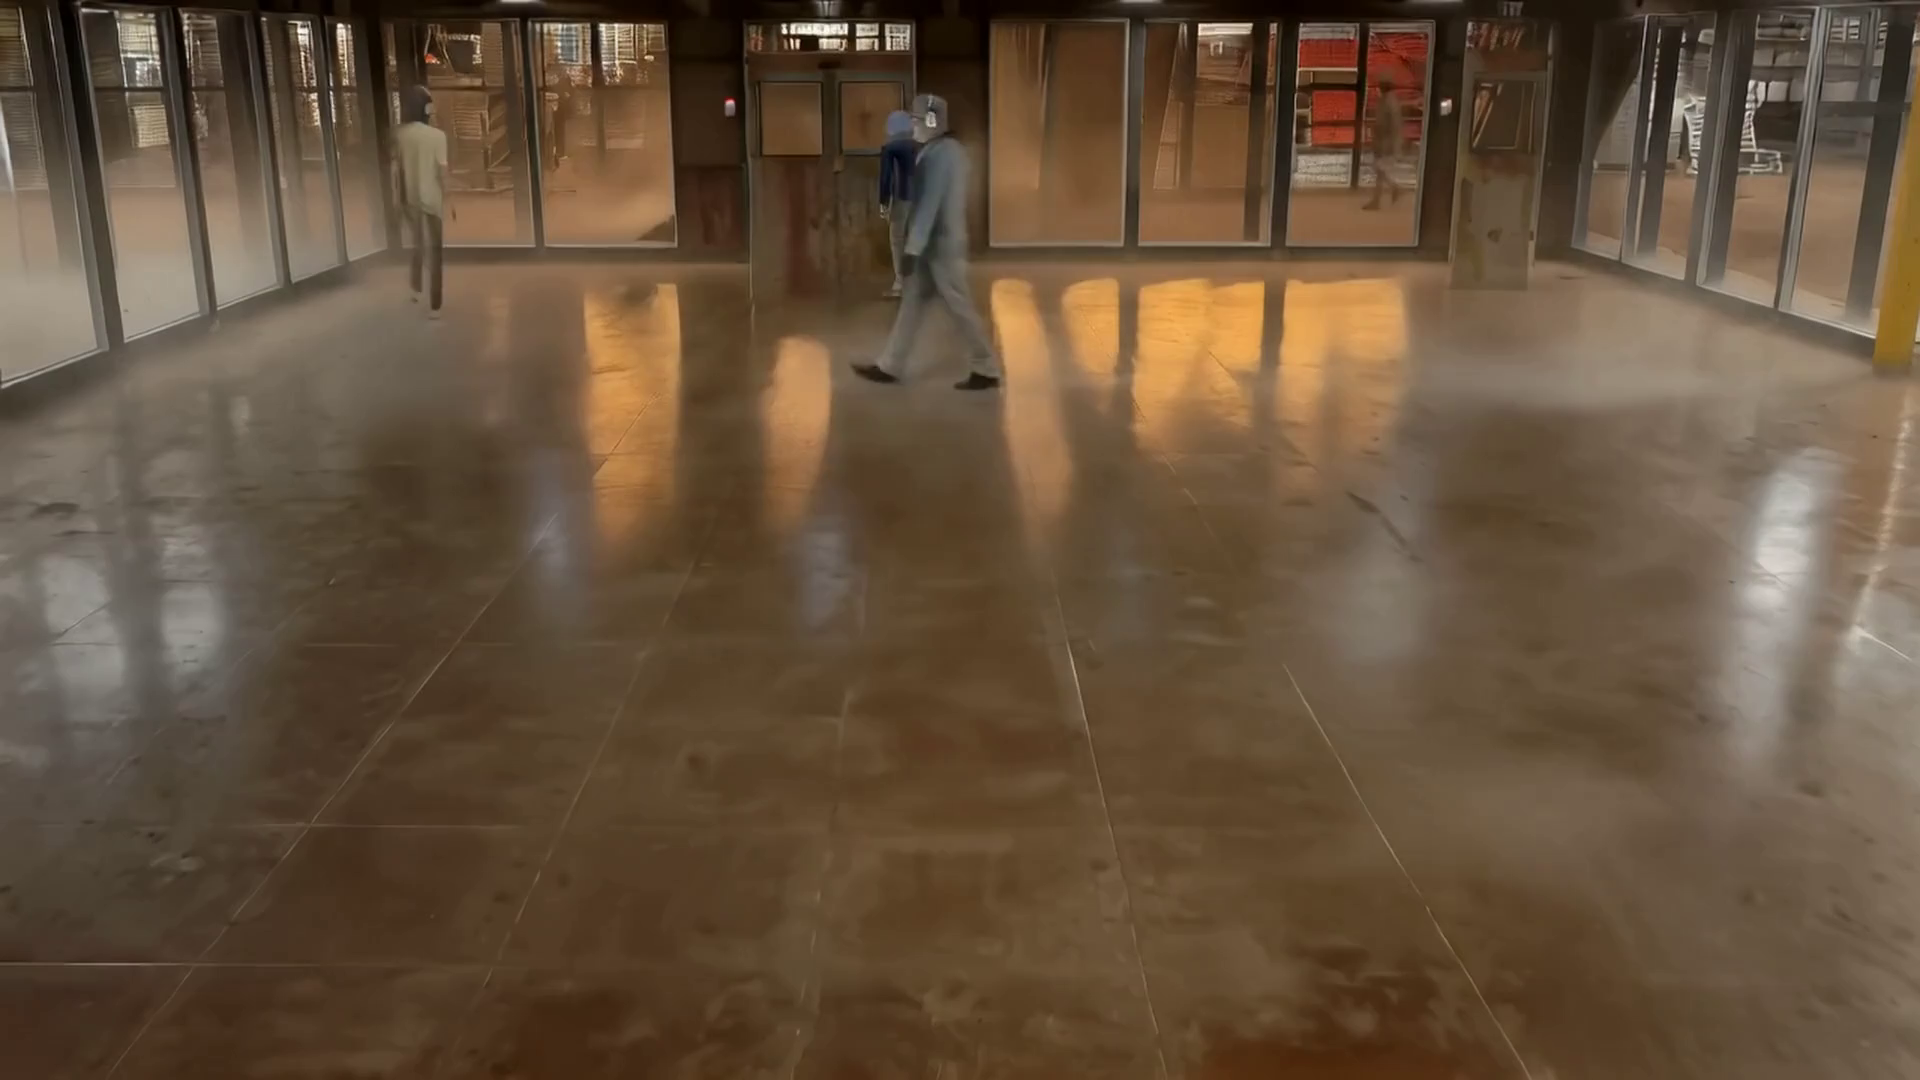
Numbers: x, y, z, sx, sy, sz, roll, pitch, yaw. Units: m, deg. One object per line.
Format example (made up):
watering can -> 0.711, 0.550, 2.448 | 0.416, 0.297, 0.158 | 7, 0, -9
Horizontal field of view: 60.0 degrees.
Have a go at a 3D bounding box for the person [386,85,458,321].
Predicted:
person -> -4.284, -2.674, 13.289 | 0.554, 1.856, 0.406 | 1, 16, 4

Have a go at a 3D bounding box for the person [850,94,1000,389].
person -> -0.198, -1.869, 10.561 | 0.993, 1.853, 0.655 | 0, 16, -1

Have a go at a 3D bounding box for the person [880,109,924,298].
person -> -0.499, -2.949, 14.635 | 0.499, 1.628, 0.281 | -15, 22, -41
